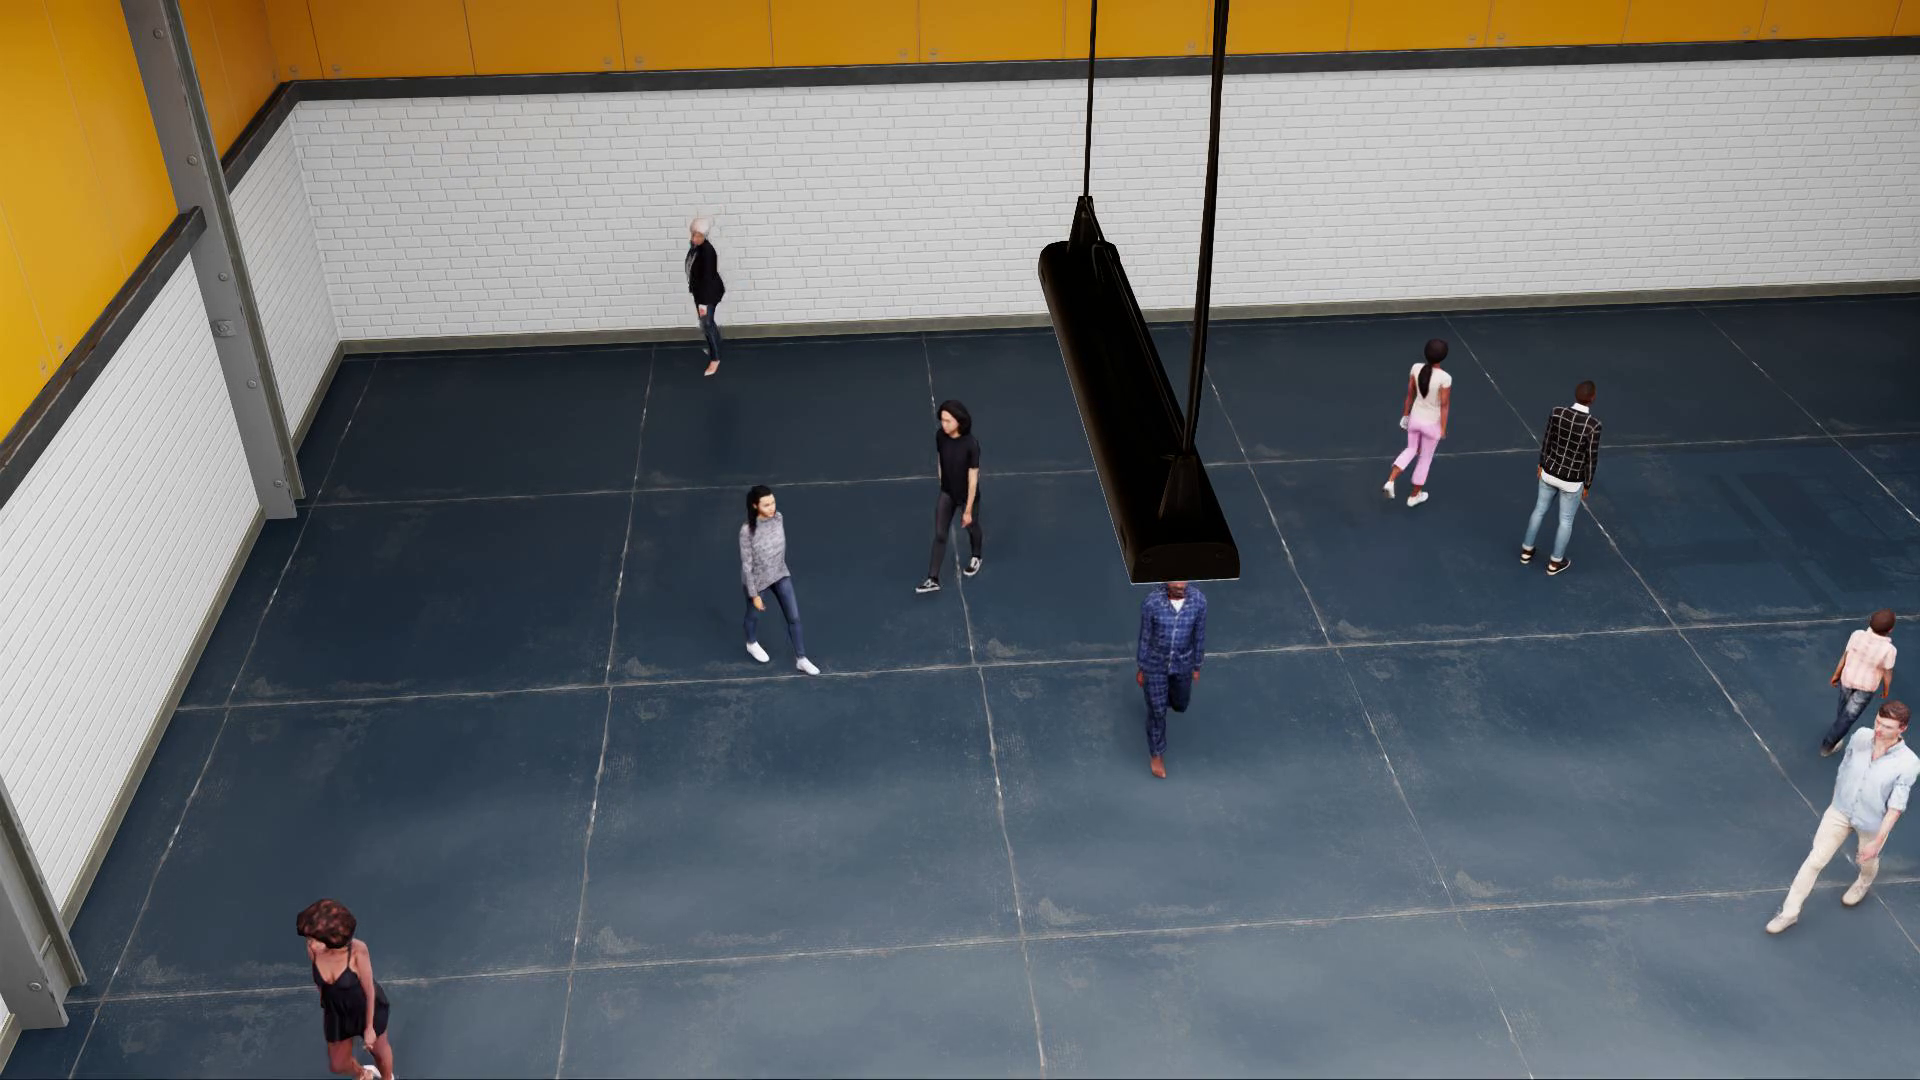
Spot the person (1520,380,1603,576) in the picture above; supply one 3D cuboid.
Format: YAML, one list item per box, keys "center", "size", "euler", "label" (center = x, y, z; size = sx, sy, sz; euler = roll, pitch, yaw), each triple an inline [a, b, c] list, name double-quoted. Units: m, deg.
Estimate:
- center: [5.233, -0.557, 14.445]
  size: [0.722, 1.816, 0.799]
  euler: [28, 43, 35]
  label: "person"

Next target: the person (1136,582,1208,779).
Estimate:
- center: [1.517, 0.856, 12.334]
  size: [0.679, 1.801, 0.972]
  euler: [-4, 34, -6]
  label: "person"

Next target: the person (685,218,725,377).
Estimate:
- center: [-2.610, -2.515, 16.915]
  size: [0.923, 1.746, 0.762]
  euler: [-4, 34, -7]
  label: "person"

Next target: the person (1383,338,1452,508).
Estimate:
- center: [4.201, -1.028, 15.235]
  size: [0.871, 1.728, 0.855]
  euler: [-24, 41, -32]
  label: "person"

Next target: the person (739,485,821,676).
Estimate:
- center: [-1.614, 0.281, 13.293]
  size: [0.944, 1.697, 1.070]
  euler: [-25, 41, -32]
  label: "person"

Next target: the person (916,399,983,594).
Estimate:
- center: [0.054, -0.434, 14.278]
  size: [1.068, 1.798, 1.185]
  euler: [20, 38, 27]
  label: "person"

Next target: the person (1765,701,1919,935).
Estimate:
- center: [5.970, 1.800, 10.907]
  size: [1.118, 1.808, 1.230]
  euler: [-22, 39, -29]
  label: "person"

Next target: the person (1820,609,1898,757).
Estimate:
- center: [6.696, 1.088, 12.452]
  size: [0.822, 1.284, 0.831]
  euler: [-23, 40, -30]
  label: "person"

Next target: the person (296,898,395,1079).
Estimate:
- center: [-3.463, 2.667, 9.634]
  size: [0.586, 1.775, 0.652]
  euler: [2, 34, 4]
  label: "person"
